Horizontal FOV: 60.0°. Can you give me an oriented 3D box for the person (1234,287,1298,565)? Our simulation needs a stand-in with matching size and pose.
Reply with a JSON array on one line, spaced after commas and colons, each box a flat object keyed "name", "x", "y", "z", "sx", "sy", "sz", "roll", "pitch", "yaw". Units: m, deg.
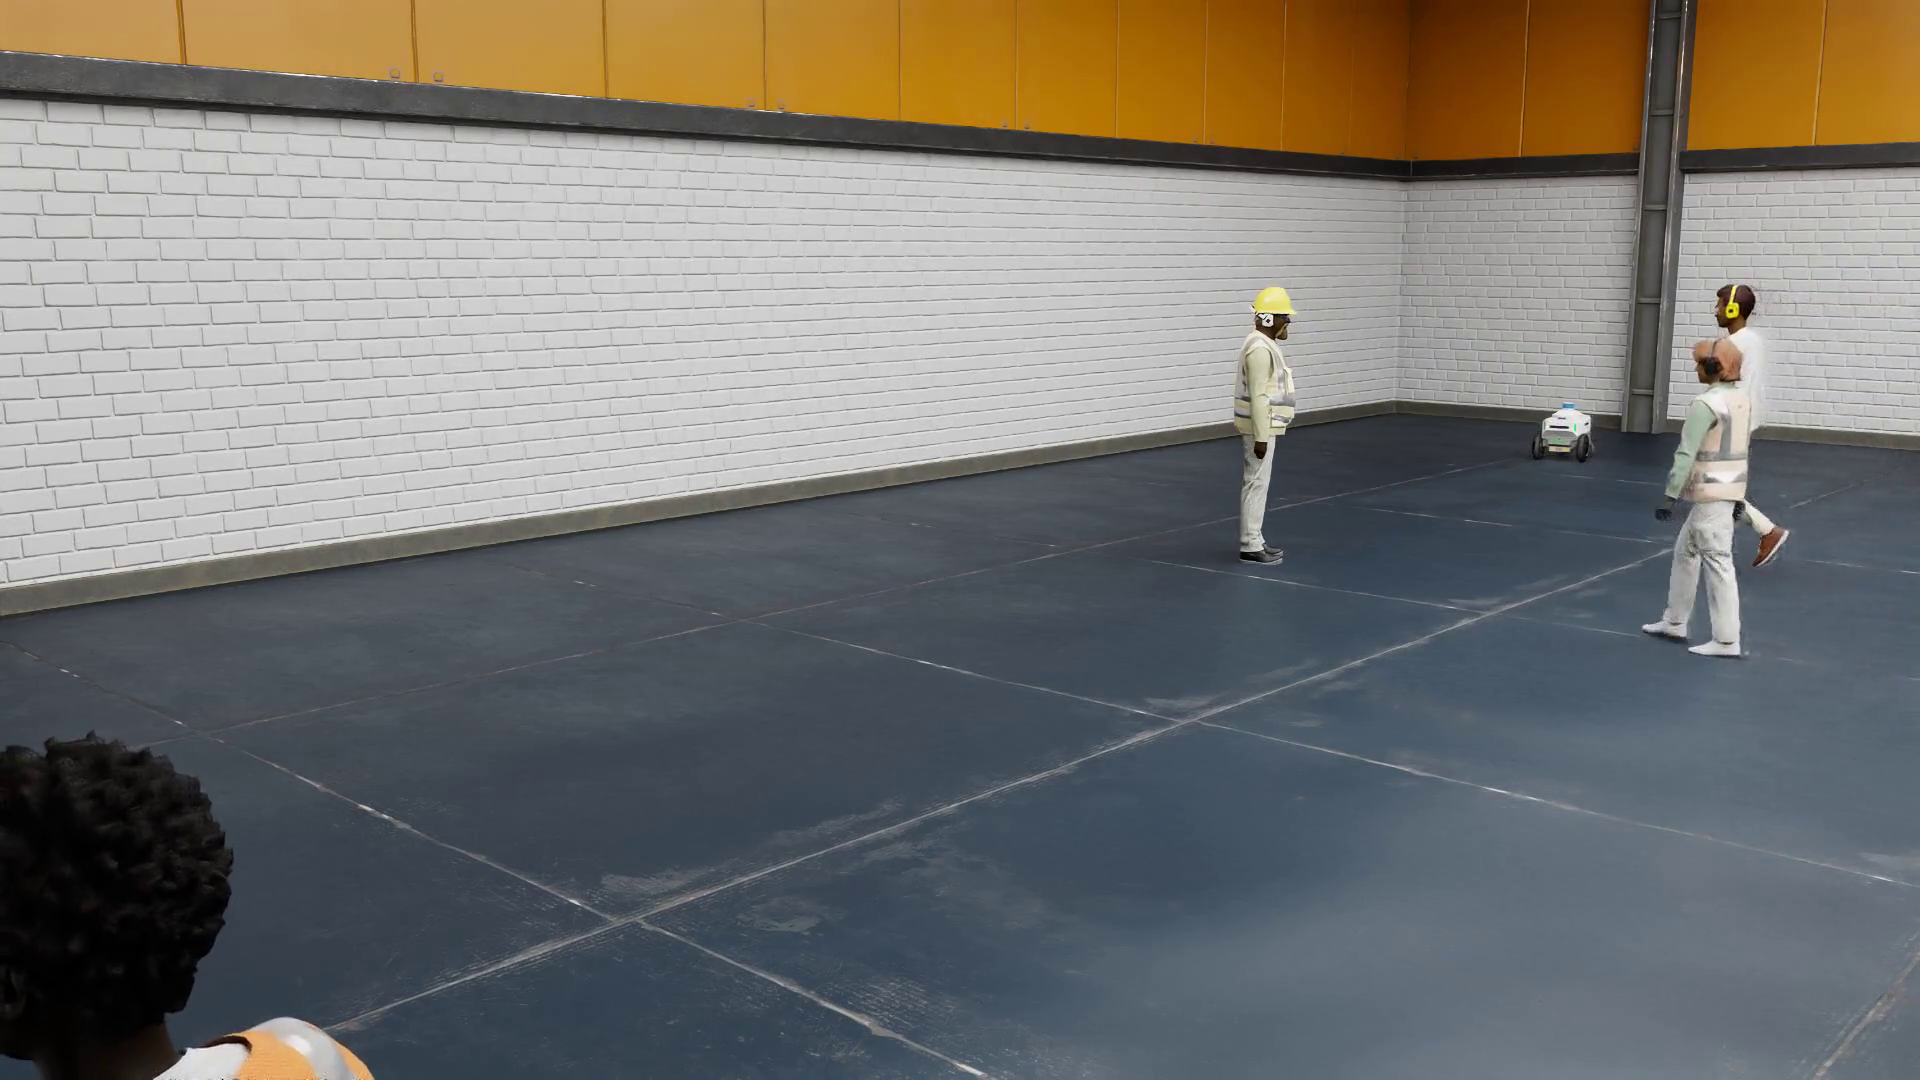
[{"name": "person", "x": 2.005, "y": -0.747, "z": 10.963, "sx": 0.403, "sy": 1.825, "sz": 0.591, "roll": 2, "pitch": 10, "yaw": 10}]

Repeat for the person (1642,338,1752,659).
[{"name": "person", "x": 3.748, "y": -0.217, "z": 8.519, "sx": 0.690, "sy": 1.615, "sz": 0.530, "roll": 9, "pitch": 14, "yaw": 43}]

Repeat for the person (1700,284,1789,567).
[{"name": "person", "x": 4.998, "y": -0.701, "z": 10.620, "sx": 0.538, "sy": 1.845, "sz": 0.535, "roll": 7, "pitch": 12, "yaw": 36}]

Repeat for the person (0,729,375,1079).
[{"name": "person", "x": -0.668, "y": 0.992, "z": 1.436, "sx": 0.320, "sy": 1.690, "sz": 0.523, "roll": 3, "pitch": 10, "yaw": 14}]

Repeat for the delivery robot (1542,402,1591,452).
[{"name": "delivery robot", "x": 5.975, "y": -1.114, "z": 16.384, "sx": 0.477, "sy": 0.478, "sz": 0.707, "roll": 6, "pitch": 12, "yaw": 30}]
